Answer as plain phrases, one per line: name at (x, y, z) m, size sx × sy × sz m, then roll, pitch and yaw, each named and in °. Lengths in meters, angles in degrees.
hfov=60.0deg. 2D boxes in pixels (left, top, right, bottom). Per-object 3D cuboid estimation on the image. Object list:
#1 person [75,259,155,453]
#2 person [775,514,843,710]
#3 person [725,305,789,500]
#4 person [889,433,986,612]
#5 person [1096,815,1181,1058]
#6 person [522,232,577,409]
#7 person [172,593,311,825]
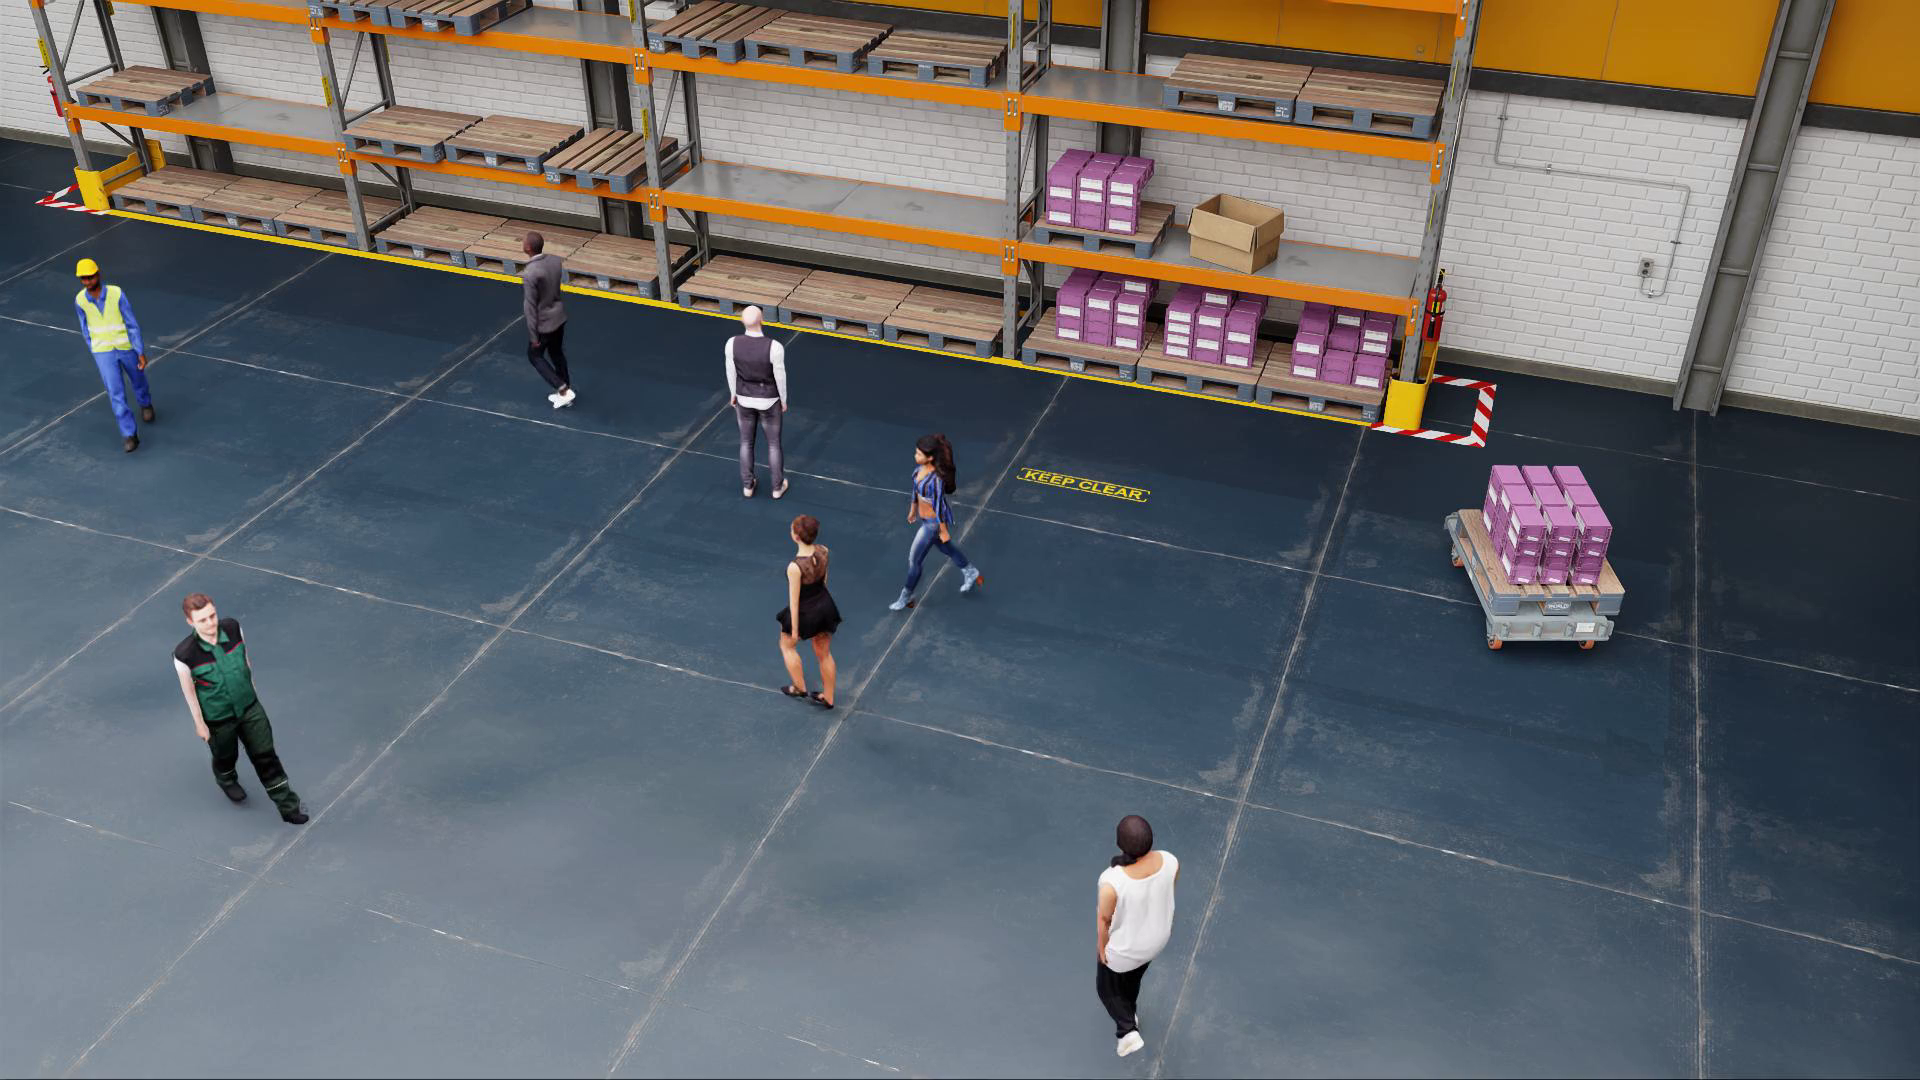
person at (-7.856, -1.807, 15.556) m, size 1.201 × 1.771 × 1.228 m, roll -12°, pitch 36°, yaw -18°
person at (-1.034, 0.567, 12.082) m, size 0.811 × 1.663 × 0.725 m, roll 26°, pitch 42°, yaw 33°
person at (-1.773, -1.201, 14.600) m, size 0.599 × 1.820 × 0.788 m, roll 4°, pitch 34°, yaw 6°
person at (-0.142, -0.151, 13.237) m, size 1.140 × 1.580 × 0.996 m, roll -9°, pitch 35°, yaw -13°
person at (0.997, 2.276, 9.499) m, size 0.906 × 1.676 × 0.966 m, roll -14°, pitch 36°, yaw -20°
person at (-3.870, -2.063, 15.911) m, size 0.751 × 1.805 × 0.775 m, roll 17°, pitch 37°, yaw 24°
person at (-4.953, 1.106, 11.155) m, size 1.237 × 1.792 × 0.916 m, roll 24°, pitch 41°, yaw 32°
